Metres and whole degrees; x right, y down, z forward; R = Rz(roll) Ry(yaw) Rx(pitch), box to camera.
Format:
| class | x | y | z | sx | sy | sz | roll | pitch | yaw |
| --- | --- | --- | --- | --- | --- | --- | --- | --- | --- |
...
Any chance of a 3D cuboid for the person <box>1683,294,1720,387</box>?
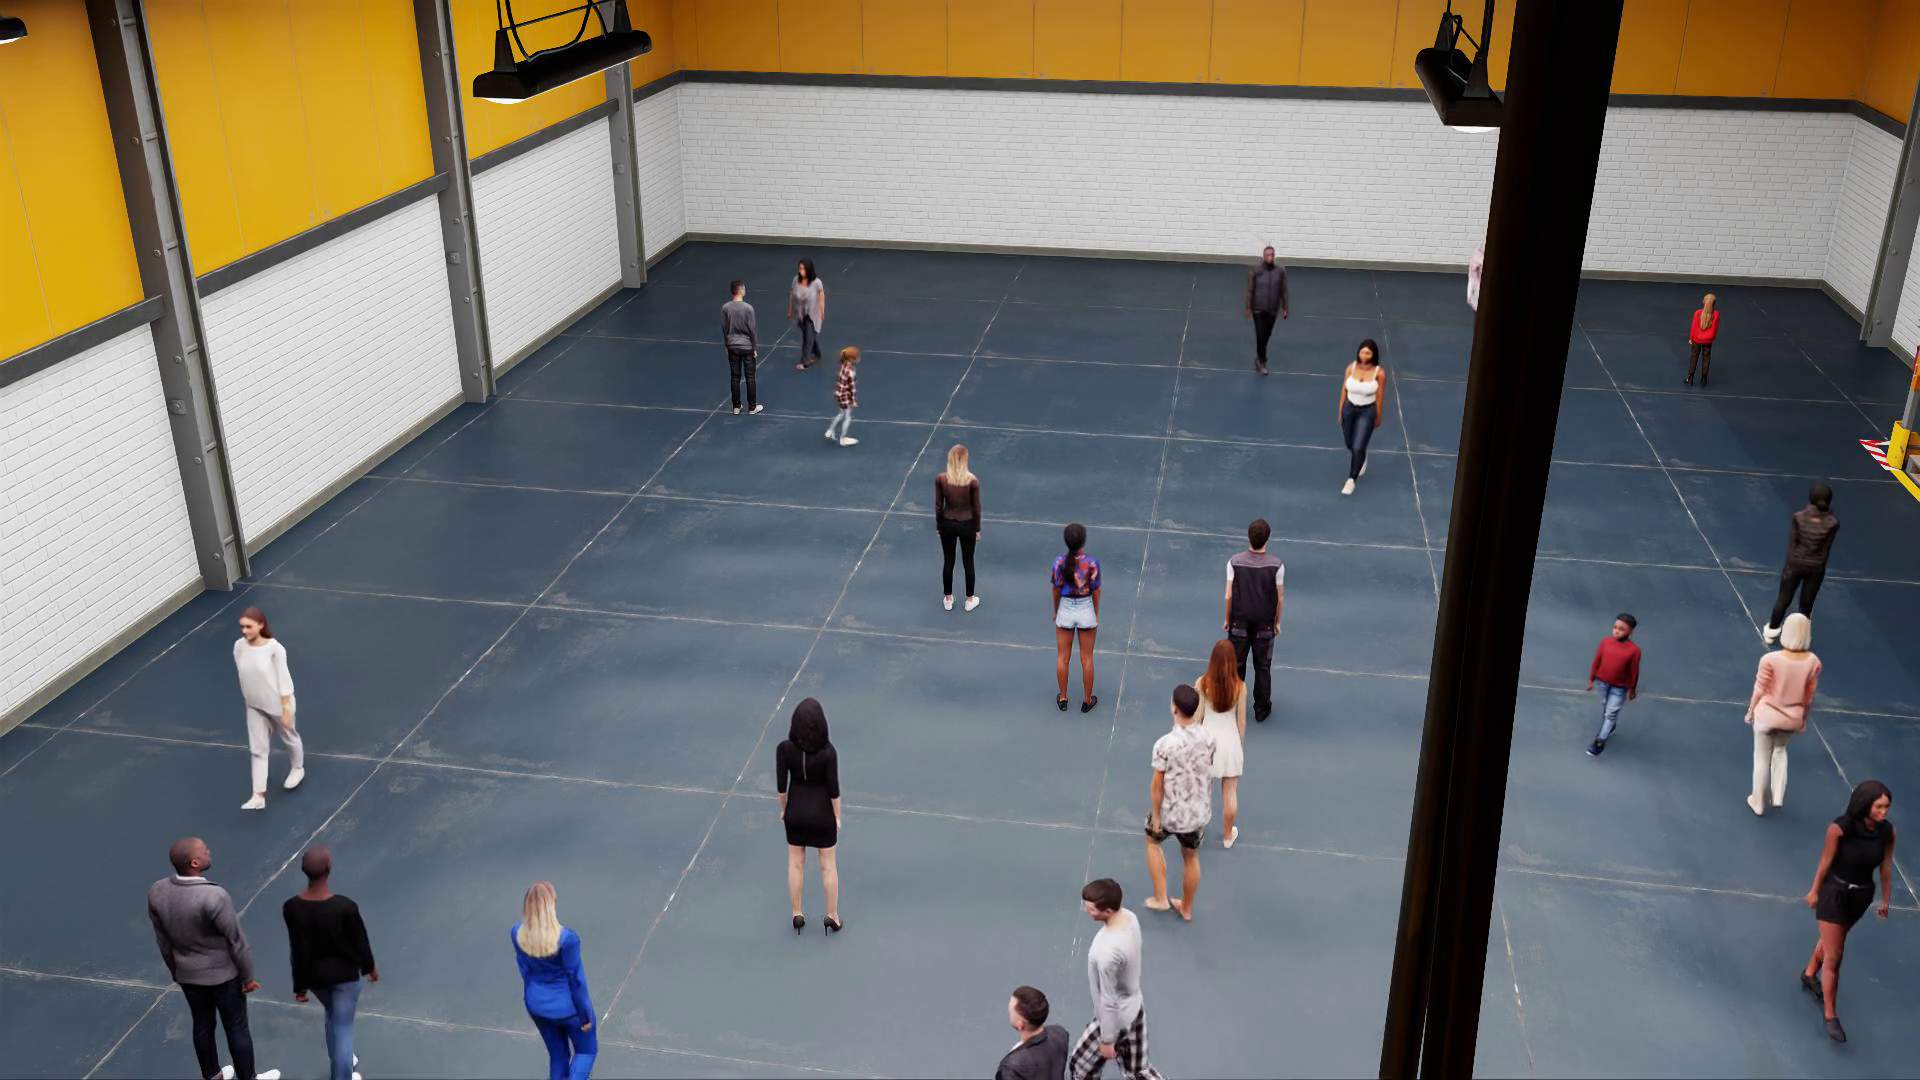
| class | x | y | z | sx | sy | sz | roll | pitch | yaw |
| --- | --- | --- | --- | --- | --- | --- | --- | --- | --- |
| person | 10.194 | -2.752 | 22.825 | 0.491 | 1.281 | 0.483 | 5 | 24 | 11 |

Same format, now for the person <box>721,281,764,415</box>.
| class | x | y | z | sx | sy | sz | roll | pitch | yaw |
| --- | --- | --- | --- | --- | --- | --- | --- | --- | --- |
| person | -2.851 | -2.508 | 21.665 | 0.611 | 1.763 | 0.530 | 5 | 24 | 11 |

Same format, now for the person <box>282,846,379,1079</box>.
| class | x | y | z | sx | sy | sz | roll | pitch | yaw |
| --- | --- | --- | --- | --- | --- | --- | --- | --- | --- |
| person | -3.763 | 2.655 | 9.893 | 0.657 | 1.733 | 0.726 | 0 | 24 | 1 |

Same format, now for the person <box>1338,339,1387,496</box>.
| class | x | y | z | sx | sy | sz | roll | pitch | yaw |
| --- | --- | --- | --- | --- | --- | --- | --- | --- | --- |
| person | 4.648 | -1.461 | 19.256 | 0.948 | 1.774 | 1.255 | 15 | 28 | 30 |

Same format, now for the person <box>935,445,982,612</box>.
| class | x | y | z | sx | sy | sz | roll | pitch | yaw |
| --- | --- | --- | --- | --- | --- | --- | --- | --- | --- |
| person | -0.021 | -0.119 | 16.274 | 0.598 | 1.703 | 0.497 | 5 | 24 | 11 |

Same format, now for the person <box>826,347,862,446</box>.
| class | x | y | z | sx | sy | sz | roll | pitch | yaw |
| --- | --- | --- | --- | --- | --- | --- | --- | --- | --- |
| person | -1.427 | -1.780 | 20.603 | 0.769 | 1.280 | 0.718 | -14 | 27 | -29 |

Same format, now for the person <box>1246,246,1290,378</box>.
| class | x | y | z | sx | sy | sz | roll | pitch | yaw |
| --- | --- | --- | --- | --- | --- | --- | --- | --- | --- |
| person | 4.258 | -3.220 | 23.253 | 0.911 | 1.796 | 1.181 | -3 | 24 | -6 |

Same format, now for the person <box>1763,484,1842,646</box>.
| class | x | y | z | sx | sy | sz | roll | pitch | yaw |
| --- | --- | --- | --- | --- | --- | --- | --- | --- | --- |
| person | 7.907 | 0.214 | 15.567 | 0.784 | 1.659 | 0.673 | 4 | 24 | 10 |

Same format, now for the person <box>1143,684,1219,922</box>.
| class | x | y | z | sx | sy | sz | roll | pitch | yaw |
| --- | --- | --- | --- | --- | --- | --- | --- | --- | --- |
| person | 1.587 | 1.885 | 11.568 | 0.790 | 1.802 | 0.805 | -7 | 25 | -16 |

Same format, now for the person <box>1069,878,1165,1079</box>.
| class | x | y | z | sx | sy | sz | roll | pitch | yaw |
| --- | --- | --- | --- | --- | --- | --- | --- | --- | --- |
| person | 0.998 | 2.749 | 9.593 | 0.880 | 1.800 | 1.125 | 9 | 25 | 19 |

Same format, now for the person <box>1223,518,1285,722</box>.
| class | x | y | z | sx | sy | sz | roll | pitch | yaw |
| --- | --- | --- | --- | --- | --- | --- | --- | --- | --- |
| person | 2.506 | 0.689 | 14.247 | 0.635 | 1.848 | 0.558 | 5 | 24 | 11 |

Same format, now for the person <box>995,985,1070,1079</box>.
| class | x | y | z | sx | sy | sz | roll | pitch | yaw |
| --- | --- | --- | --- | --- | --- | --- | --- | --- | --- |
| person | 0.477 | 3.155 | 8.664 | 1.189 | 1.801 | 1.154 | -21 | 31 | -39 |

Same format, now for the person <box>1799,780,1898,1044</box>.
| class | x | y | z | sx | sy | sz | roll | pitch | yaw |
| --- | --- | --- | --- | --- | --- | --- | --- | --- | --- |
| person | 5.673 | 2.277 | 10.777 | 0.784 | 1.716 | 1.016 | -3 | 24 | -6 |

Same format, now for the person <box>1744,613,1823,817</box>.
| class | x | y | z | sx | sy | sz | roll | pitch | yaw |
| --- | --- | --- | --- | --- | --- | --- | --- | --- | --- |
| person | 6.322 | 1.394 | 12.797 | 0.630 | 1.716 | 0.634 | 1 | 24 | 3 |

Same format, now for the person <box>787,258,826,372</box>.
| class | x | y | z | sx | sy | sz | roll | pitch | yaw |
| --- | --- | --- | --- | --- | --- | --- | --- | --- | --- |
| person | -2.114 | -3.211 | 23.521 | 0.856 | 1.564 | 1.129 | 13 | 27 | 27 |

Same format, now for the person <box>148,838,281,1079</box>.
| class | x | y | z | sx | sy | sz | roll | pitch | yaw |
| --- | --- | --- | --- | --- | --- | --- | --- | --- | --- |
| person | -4.496 | 2.586 | 9.950 | 0.707 | 1.813 | 0.564 | 5 | 24 | 11 |

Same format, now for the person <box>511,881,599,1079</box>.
| class | x | y | z | sx | sy | sz | roll | pitch | yaw |
| --- | --- | --- | --- | --- | --- | --- | --- | --- | --- |
| person | -2.394 | 2.786 | 9.656 | 0.675 | 1.682 | 0.717 | 10 | 25 | 21 |

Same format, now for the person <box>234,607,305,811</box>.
| class | x | y | z | sx | sy | sz | roll | pitch | yaw |
| --- | --- | --- | --- | --- | --- | --- | --- | --- | --- |
| person | -5.425 | 1.264 | 13.174 | 0.672 | 1.654 | 1.023 | 3 | 24 | 6 |

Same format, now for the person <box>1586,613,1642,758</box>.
| class | x | y | z | sx | sy | sz | roll | pitch | yaw |
| --- | --- | --- | --- | --- | --- | --- | --- | --- | --- |
| person | 5.500 | 1.168 | 13.921 | 0.937 | 1.230 | 0.823 | -20 | 31 | -38 |

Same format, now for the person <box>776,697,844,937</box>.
| class | x | y | z | sx | sy | sz | roll | pitch | yaw |
| --- | --- | --- | --- | --- | --- | --- | --- | --- | --- |
| person | -1.036 | 1.925 | 11.473 | 0.580 | 1.803 | 0.488 | 5 | 24 | 11 |

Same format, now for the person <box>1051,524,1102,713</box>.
| class | x | y | z | sx | sy | sz | roll | pitch | yaw |
| --- | --- | --- | --- | --- | --- | --- | --- | --- | --- |
| person | 1.005 | 0.668 | 14.421 | 0.584 | 1.746 | 0.507 | 5 | 24 | 11 |

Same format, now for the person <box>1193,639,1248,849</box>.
| class | x | y | z | sx | sy | sz | roll | pitch | yaw |
| --- | --- | --- | --- | --- | --- | --- | --- | --- | --- |
| person | 1.937 | 1.527 | 12.499 | 0.552 | 1.712 | 0.526 | 5 | 24 | 11 |
